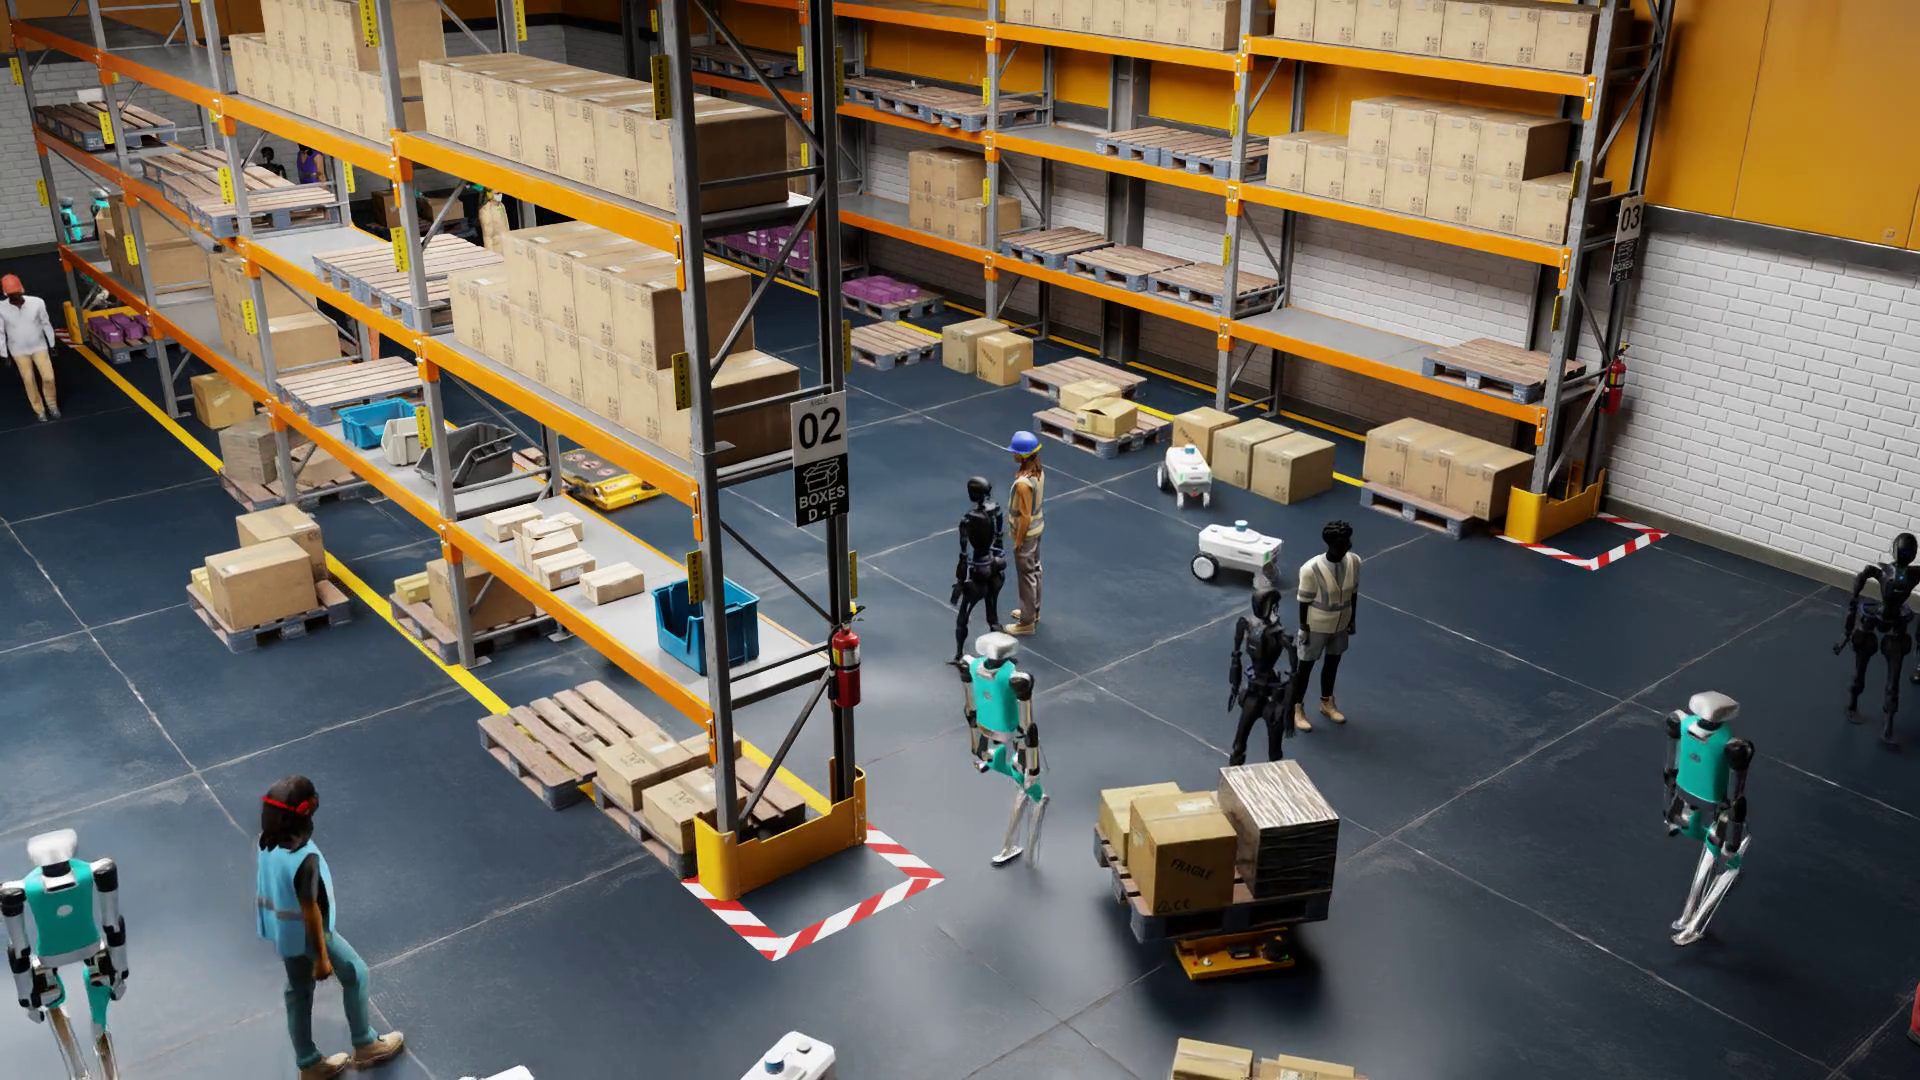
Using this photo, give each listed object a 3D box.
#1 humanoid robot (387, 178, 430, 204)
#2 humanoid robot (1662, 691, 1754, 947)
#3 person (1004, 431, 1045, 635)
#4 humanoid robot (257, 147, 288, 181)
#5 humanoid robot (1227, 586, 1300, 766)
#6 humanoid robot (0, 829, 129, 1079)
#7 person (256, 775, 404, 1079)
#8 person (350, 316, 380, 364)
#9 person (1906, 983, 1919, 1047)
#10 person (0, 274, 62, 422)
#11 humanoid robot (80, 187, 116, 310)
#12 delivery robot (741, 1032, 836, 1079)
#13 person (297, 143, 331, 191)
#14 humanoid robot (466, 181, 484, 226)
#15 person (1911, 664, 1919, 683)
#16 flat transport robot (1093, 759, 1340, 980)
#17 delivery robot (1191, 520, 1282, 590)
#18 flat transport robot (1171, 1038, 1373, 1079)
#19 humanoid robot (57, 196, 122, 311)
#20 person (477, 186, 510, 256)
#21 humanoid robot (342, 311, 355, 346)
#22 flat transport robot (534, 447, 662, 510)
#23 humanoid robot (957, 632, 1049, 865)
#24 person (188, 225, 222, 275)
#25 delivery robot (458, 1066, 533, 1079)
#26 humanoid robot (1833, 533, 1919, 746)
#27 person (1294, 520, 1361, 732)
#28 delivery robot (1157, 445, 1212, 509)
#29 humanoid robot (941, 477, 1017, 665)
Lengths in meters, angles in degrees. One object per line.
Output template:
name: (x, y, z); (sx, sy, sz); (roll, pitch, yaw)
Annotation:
humanoid robot: (-9.017, -5.866, 27.409); (0.969, 1.775, 0.540); (-2, 23, -4)
humanoid robot: (4.536, 1.630, 9.920); (0.770, 1.699, 0.534); (-13, 27, -28)
person: (0.535, -0.065, 13.891); (0.312, 1.776, 0.478); (6, 24, 14)
humanoid robot: (-10.826, -5.411, 26.388); (0.583, 1.645, 0.398); (4, 24, 9)
humanoid robot: (2.090, 1.083, 11.391); (0.583, 1.650, 0.600); (-19, 30, -37)
humanoid robot: (-4.631, 2.226, 8.679); (0.571, 1.808, 0.785); (-16, 28, -32)
person: (-3.389, 2.049, 8.901); (0.517, 1.847, 0.716); (16, 28, 33)
person: (-7.177, -2.728, 20.083); (0.495, 1.759, 0.335); (13, 27, 28)
person: (5.536, 2.011, 9.098); (0.310, 1.768, 0.529); (18, 29, 35)
person: (-10.526, -2.159, 18.784); (0.594, 1.732, 0.499); (-15, 27, -30)
humanoid robot: (-12.012, -3.965, 23.063); (0.799, 1.838, 0.540); (0, 23, -1)
delivery robot: (-0.952, 2.899, 8.563); (0.499, 0.589, 0.784); (13, 27, 27)
person: (-10.288, -5.593, 26.516); (0.529, 1.924, 0.429); (12, 26, 26)
humanoid robot: (-7.908, -6.011, 27.743); (0.965, 1.736, 0.546); (9, 25, 20)
person: (7.809, 0.263, 12.954); (0.547, 1.924, 0.387); (14, 27, 29)
flat transport robot: (1.535, 2.232, 10.475); (0.659, 0.231, 1.431); (-5, 24, -11)
delivery robot: (2.523, 0.110, 15.010); (0.757, 0.580, 0.499); (14, 27, 30)
flat transport robot: (1.372, 3.203, 8.226); (1.431, 0.231, 0.659); (6, 24, 14)
humanoid robot: (-11.777, -3.828, 22.680); (0.943, 1.755, 0.547); (-11, 26, -24)
person: (-6.365, -3.987, 22.852); (0.399, 1.875, 0.567); (6, 24, 13)
humanoid robot: (-8.029, -3.350, 21.635); (0.478, 1.645, 0.595); (15, 28, 31)
flat transport robot: (-3.762, -0.657, 17.165); (0.659, 0.231, 1.431); (-21, 31, -39)
humanoid robot: (0.372, 1.363, 10.702); (0.541, 1.832, 0.748); (16, 28, 33)
person: (-10.596, -4.096, 23.088); (0.431, 1.881, 0.666); (10, 25, 21)
delivery robot: (-2.494, 2.990, 8.372); (0.781, 0.605, 0.499); (-15, 27, -31)
humanoid robot: (6.821, 0.706, 12.260); (0.610, 1.629, 0.714); (6, 24, 15)
person: (2.729, 0.626, 12.403); (0.534, 1.692, 0.320); (-10, 25, -23)
delivery robot: (2.309, -0.677, 16.852); (0.499, 0.596, 0.787); (-2, 23, -4)
humanoid robot: (0.162, 0.257, 13.298); (0.608, 1.638, 0.611); (17, 28, 34)
